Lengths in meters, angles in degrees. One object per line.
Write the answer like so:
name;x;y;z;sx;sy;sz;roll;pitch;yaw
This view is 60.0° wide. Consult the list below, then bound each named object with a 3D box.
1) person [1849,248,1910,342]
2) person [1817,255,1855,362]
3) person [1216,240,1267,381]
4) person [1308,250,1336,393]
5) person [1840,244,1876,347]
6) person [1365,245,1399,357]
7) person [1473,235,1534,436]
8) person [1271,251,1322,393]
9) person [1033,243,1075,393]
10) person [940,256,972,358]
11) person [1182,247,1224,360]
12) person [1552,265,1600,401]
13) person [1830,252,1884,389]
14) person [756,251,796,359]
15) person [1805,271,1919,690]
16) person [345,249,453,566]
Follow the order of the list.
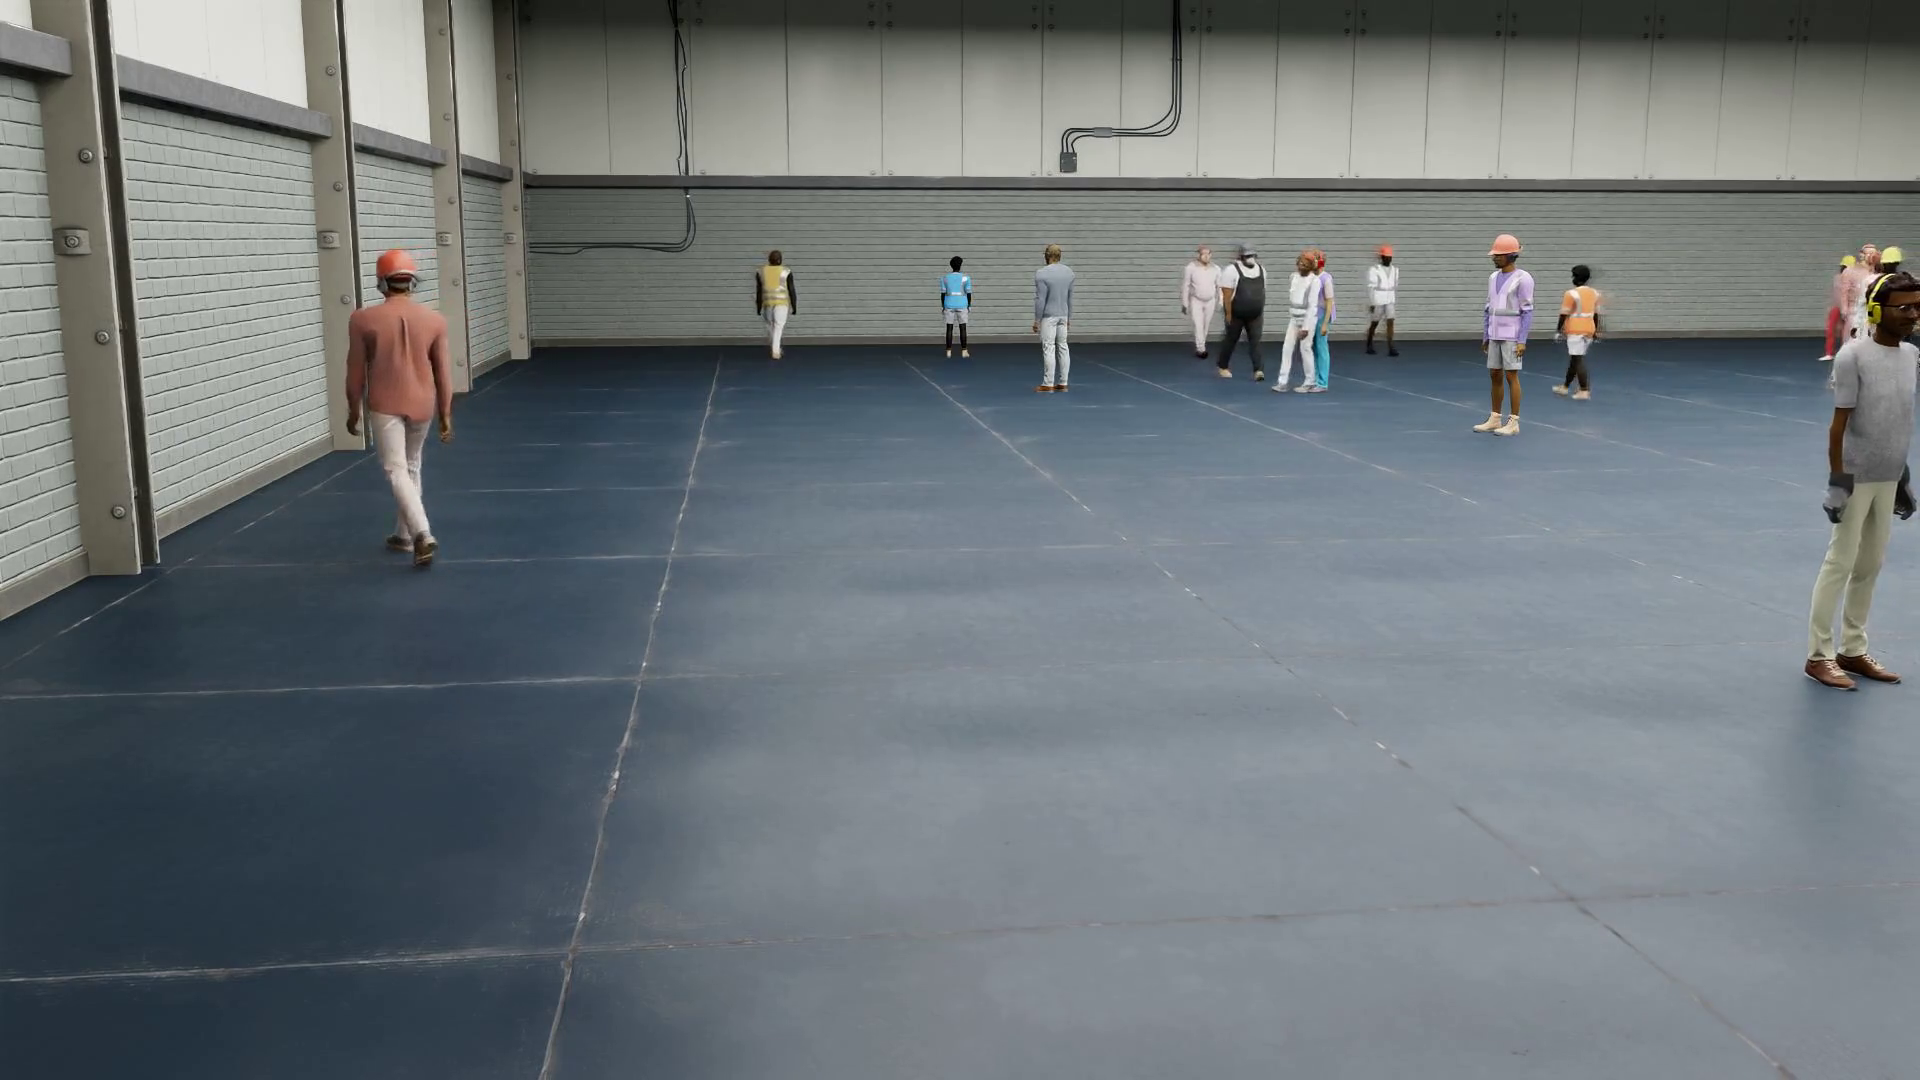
person;11.355;-2.649;20.514;0.959;1.876;0.616;-7;13;-35
person;14.144;-3.695;26.679;0.552;1.729;0.556;-4;11;-20
person;4.022;-3.292;23.619;0.725;2.000;1.029;-3;11;-15
person;4.671;-2.831;21.634;0.396;1.843;0.565;-2;11;-12
person;13.175;-3.345;24.264;0.644;1.913;0.408;0;10;2
person;7.214;-4.085;28.408;0.564;1.888;1.008;-2;11;-13
person;5.544;-2.081;16.981;0.387;2.039;0.614;-4;11;-22
person;4.362;-2.794;21.453;0.777;1.831;0.659;-7;12;-32
person;1.205;-2.872;21.599;0.629;1.940;0.373;-8;13;-37
person;-0.066;-3.905;27.926;0.539;1.695;0.319;1;10;8
person;4.064;-3.934;27.640;0.671;1.850;0.983;-2;10;-9
person;7.616;-2.582;20.728;0.557;1.660;0.792;-5;12;-26
person;11.869;-2.815;21.609;0.589;1.831;1.010;-8;13;-39
person;-3.073;-3.935;27.844;0.650;1.796;0.970;2;11;11
person;4.112;-0.264;7.492;0.516;1.871;0.325;-4;11;-23
person;-3.468;-0.830;10.379;0.603;1.963;0.988;-8;13;-38
